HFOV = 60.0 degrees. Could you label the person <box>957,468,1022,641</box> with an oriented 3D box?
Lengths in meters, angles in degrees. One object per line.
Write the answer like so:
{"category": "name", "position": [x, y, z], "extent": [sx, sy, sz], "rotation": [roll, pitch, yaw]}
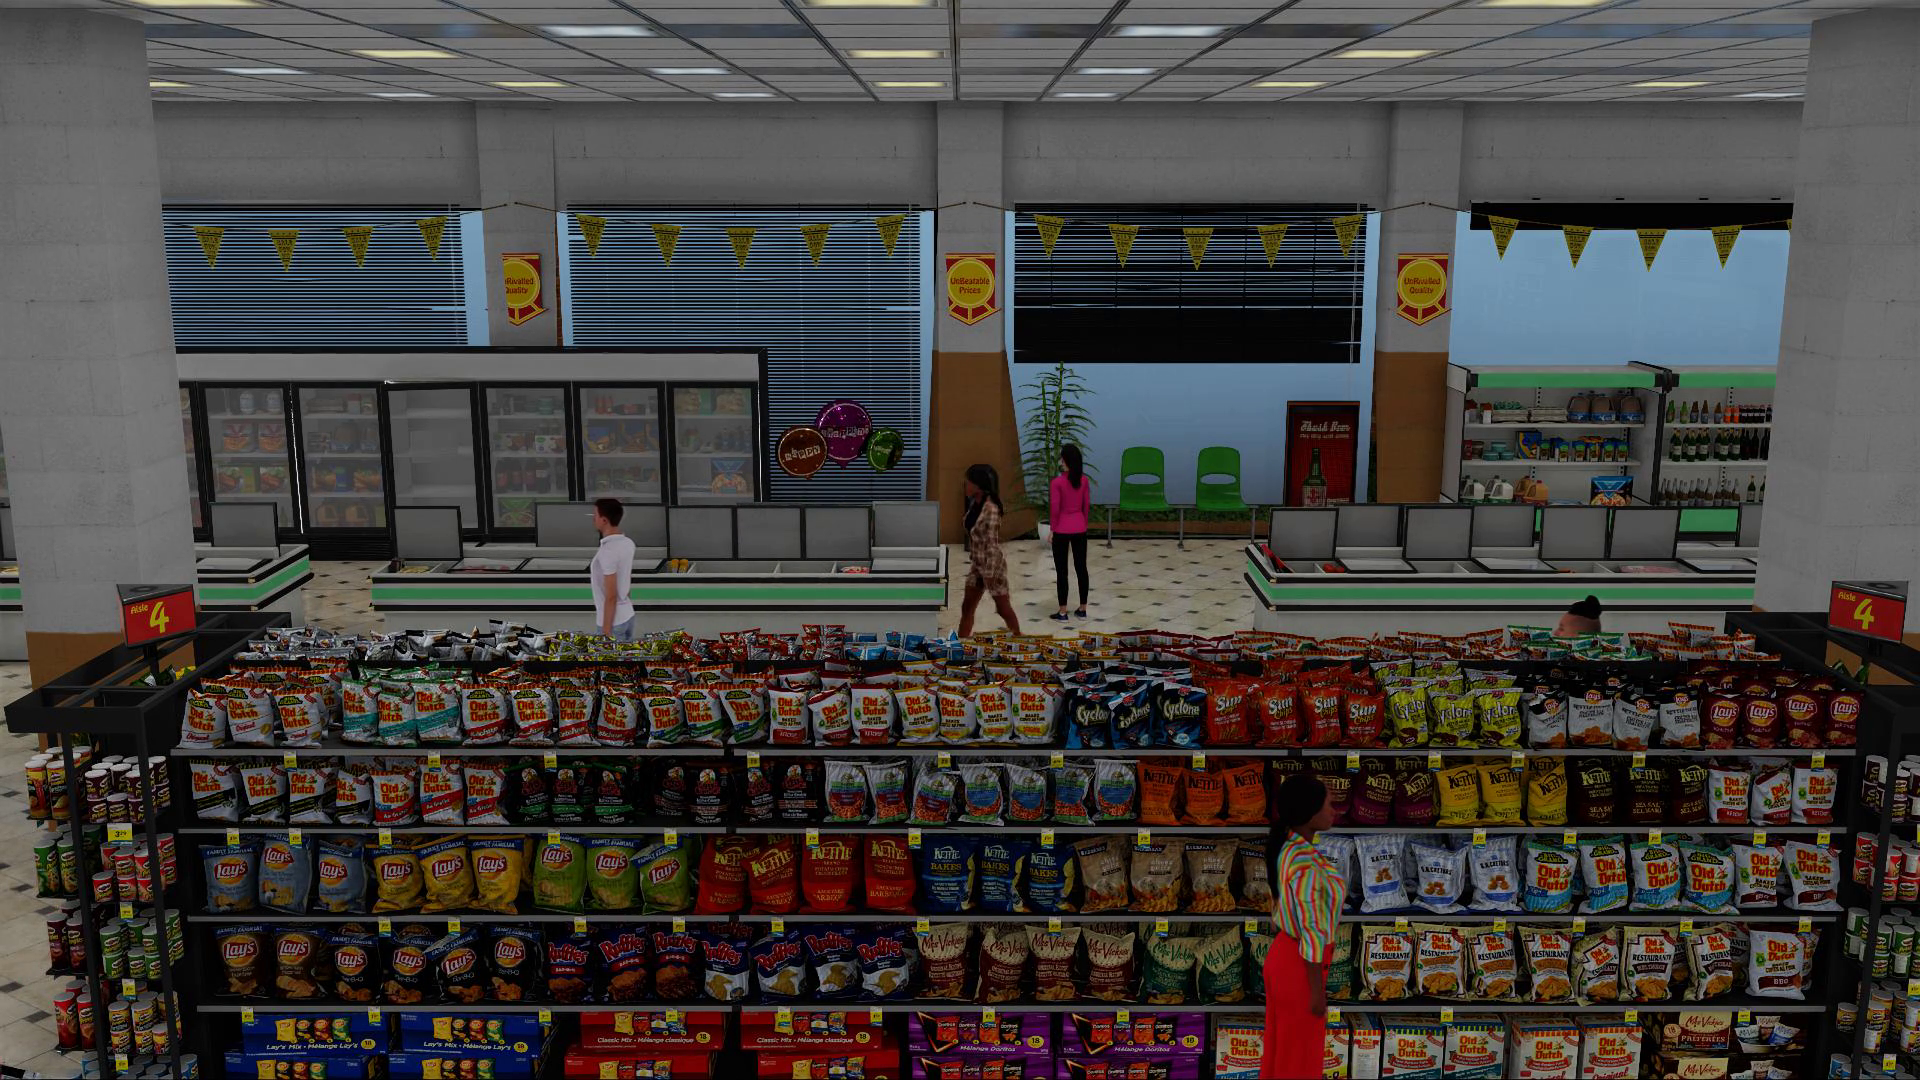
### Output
{"category": "person", "position": [0.306, 0.293, 13.992], "extent": [1.221, 1.730, 1.018], "rotation": [-7, 14, -29]}

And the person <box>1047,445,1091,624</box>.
{"category": "person", "position": [1.047, -0.067, 15.779], "extent": [0.640, 1.698, 0.738], "rotation": [-6, 13, -25]}

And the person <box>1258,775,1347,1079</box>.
{"category": "person", "position": [1.350, 1.798, 6.692], "extent": [0.563, 1.792, 0.624], "rotation": [-1, 12, -7]}

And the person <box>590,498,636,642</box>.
{"category": "person", "position": [-2.523, 0.605, 12.219], "extent": [0.571, 1.850, 0.680], "rotation": [1, 12, 6]}
